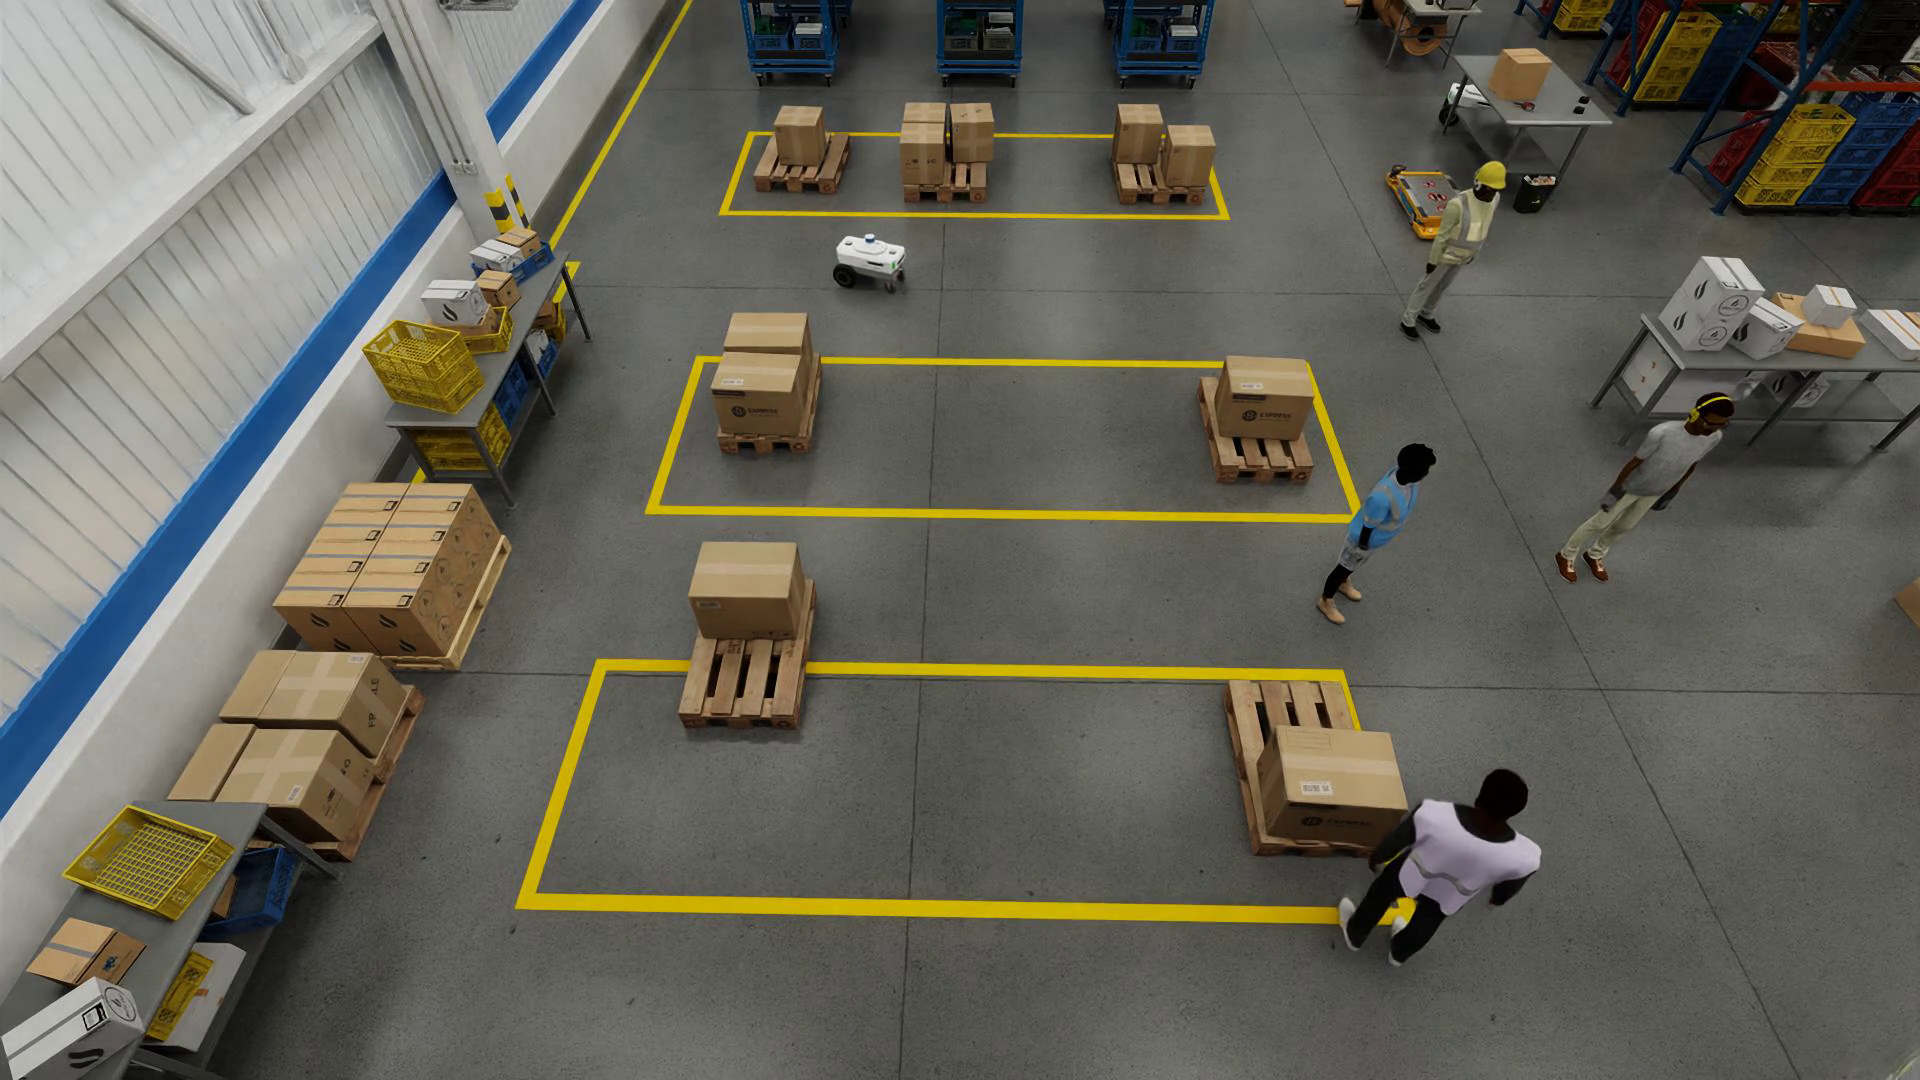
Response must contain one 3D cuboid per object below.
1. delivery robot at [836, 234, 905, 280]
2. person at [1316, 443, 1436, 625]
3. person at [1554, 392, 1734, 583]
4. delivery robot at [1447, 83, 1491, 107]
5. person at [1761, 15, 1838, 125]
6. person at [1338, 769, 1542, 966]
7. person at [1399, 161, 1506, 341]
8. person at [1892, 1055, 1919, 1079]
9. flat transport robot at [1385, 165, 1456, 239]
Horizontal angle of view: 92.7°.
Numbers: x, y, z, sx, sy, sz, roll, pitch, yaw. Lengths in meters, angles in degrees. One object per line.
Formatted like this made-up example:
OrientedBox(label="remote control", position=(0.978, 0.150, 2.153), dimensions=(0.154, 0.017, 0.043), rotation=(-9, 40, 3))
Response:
OrientedBox(label="delivery robot", position=(-0.961, -3.077, 9.932), dimensions=(0.707, 0.478, 0.477), rotation=(15, 51, 13))
OrientedBox(label="person", position=(2.991, -0.060, 6.630), dimensions=(0.321, 1.695, 0.530), rotation=(36, 58, 27))
OrientedBox(label="person", position=(5.053, -0.358, 6.788), dimensions=(0.503, 1.857, 0.328), rotation=(3, 49, 2))
OrientedBox(label="delivery robot", position=(7.014, -5.988, 12.452), dimensions=(0.707, 0.478, 0.477), rotation=(22, 53, 18))
OrientedBox(label="person", position=(11.107, -6.100, 11.771), dimensions=(1.005, 1.822, 0.612), rotation=(-18, 52, -15))
OrientedBox(label="person", position=(2.559, 1.818, 4.868), dimensions=(0.704, 1.907, 0.390), rotation=(21, 52, 17))
OrientedBox(label="person", position=(4.813, -2.800, 8.913), dimensions=(0.592, 1.833, 0.404), rotation=(-20, 52, -17))
OrientedBox(label="person", position=(4.580, 2.637, 4.211), dimensions=(0.655, 1.823, 0.460), rotation=(22, 53, 18))
OrientedBox(label="flat transport robot", position=(5.692, -4.094, 11.059), dimensions=(0.652, 0.197, 1.431), rotation=(1, 49, 1))
